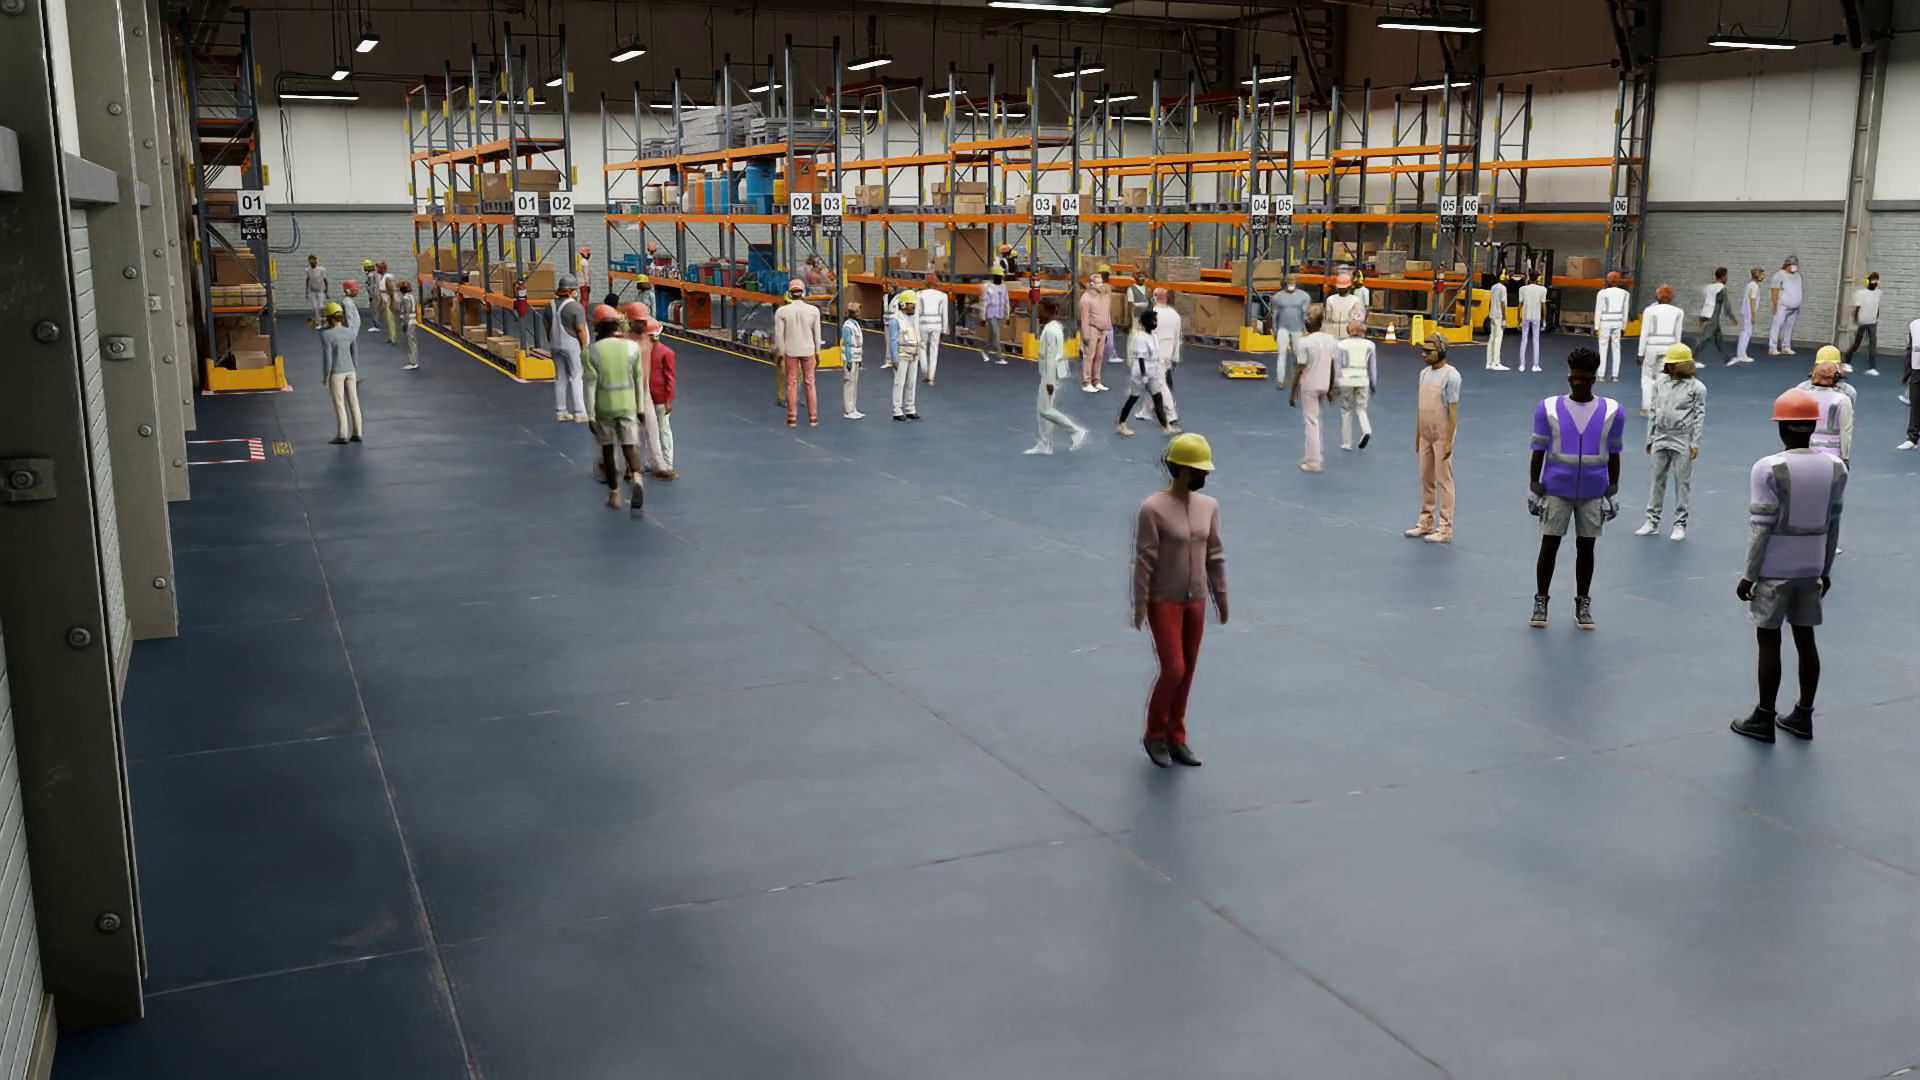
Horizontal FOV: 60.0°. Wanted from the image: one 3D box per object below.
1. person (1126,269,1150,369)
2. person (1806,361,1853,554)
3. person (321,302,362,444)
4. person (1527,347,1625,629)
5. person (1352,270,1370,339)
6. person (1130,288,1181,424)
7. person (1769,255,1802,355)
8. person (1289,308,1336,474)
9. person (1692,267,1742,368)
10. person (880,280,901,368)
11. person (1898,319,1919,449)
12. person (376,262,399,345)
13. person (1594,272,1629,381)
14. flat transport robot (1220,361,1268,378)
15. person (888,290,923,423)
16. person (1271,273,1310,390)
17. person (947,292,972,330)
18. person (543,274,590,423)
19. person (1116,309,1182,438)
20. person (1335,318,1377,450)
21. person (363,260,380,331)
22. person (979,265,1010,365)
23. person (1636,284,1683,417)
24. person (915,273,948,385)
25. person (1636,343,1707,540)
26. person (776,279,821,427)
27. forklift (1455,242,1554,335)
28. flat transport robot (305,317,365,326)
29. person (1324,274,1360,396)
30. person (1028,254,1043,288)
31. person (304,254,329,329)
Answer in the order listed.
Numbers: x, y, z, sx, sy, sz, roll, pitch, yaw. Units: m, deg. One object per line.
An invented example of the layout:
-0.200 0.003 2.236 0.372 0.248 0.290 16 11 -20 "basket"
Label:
3.286 -4.085 30.798 0.391 1.841 0.564 10 15 42 "person"
7.280 -0.696 14.093 0.310 1.639 0.514 -7 13 -33 "person"
-7.773 -2.084 20.831 0.330 1.765 0.533 6 13 28 "person"
4.257 -0.351 11.525 0.613 1.955 0.362 3 11 13 "person"
7.076 -3.843 29.527 0.309 1.858 0.535 -2 11 -12 "person"
2.725 -2.524 22.834 0.647 1.865 0.980 -9 15 -40 "person"
16.854 -4.786 33.852 0.688 2.000 0.536 -4 12 -19 "person"
3.866 -1.666 18.532 0.541 1.828 0.633 -7 13 -33 "person"
14.117 -4.133 30.998 1.044 1.855 0.587 0 11 2 "person"
-1.248 -3.993 30.846 0.517 1.641 0.308 8 14 34 "person"
11.730 -2.020 20.139 0.397 1.911 0.588 -6 12 -26 "person"
-12.541 -5.195 36.542 0.429 1.814 0.786 -6 12 -26 "person"
11.171 -3.663 28.566 0.582 1.878 0.349 -1 11 -6 "person"
5.006 -3.023 29.404 0.652 0.197 1.431 0 11 2 "flat transport robot"
-0.735 -2.535 22.976 0.403 1.825 0.595 8 14 37 "person"
5.443 -3.457 27.441 0.630 1.905 0.856 2 11 11 "person"
-0.048 -6.033 40.758 0.560 1.815 0.977 -6 12 -26 "person"
-5.373 -2.652 23.009 0.687 2.000 0.535 7 13 31 "person"
2.404 -2.126 21.323 0.895 1.647 0.545 7 13 31 "person"
4.795 -1.865 20.108 0.521 1.617 0.550 0 11 -3 "person"
-14.400 -5.970 40.652 0.311 1.735 0.484 -4 12 -18 "person"
0.642 -4.329 31.919 0.598 1.898 0.885 -9 14 -37 "person"
9.858 -2.656 23.450 0.602 1.880 0.359 0 11 1 "person"
-0.508 -3.569 28.103 0.620 1.862 0.638 -1 11 -7 "person"
6.304 -0.869 14.722 0.312 1.738 0.483 -10 15 -41 "person"
-2.187 -2.526 22.512 0.613 1.983 0.406 -2 11 -11 "person"
13.047 -6.049 39.881 2.313 2.155 1.214 -5 12 -23 "forklift"
-15.829 -5.521 42.101 1.431 0.197 0.652 6 13 30 "flat transport robot"
5.995 -3.217 26.168 0.542 1.929 0.368 5 12 22 "person"
2.161 -7.484 48.349 0.578 1.726 0.677 -6 13 -30 "person"
-16.046 -6.183 41.427 0.545 1.853 0.370 1 11 4 "person"
